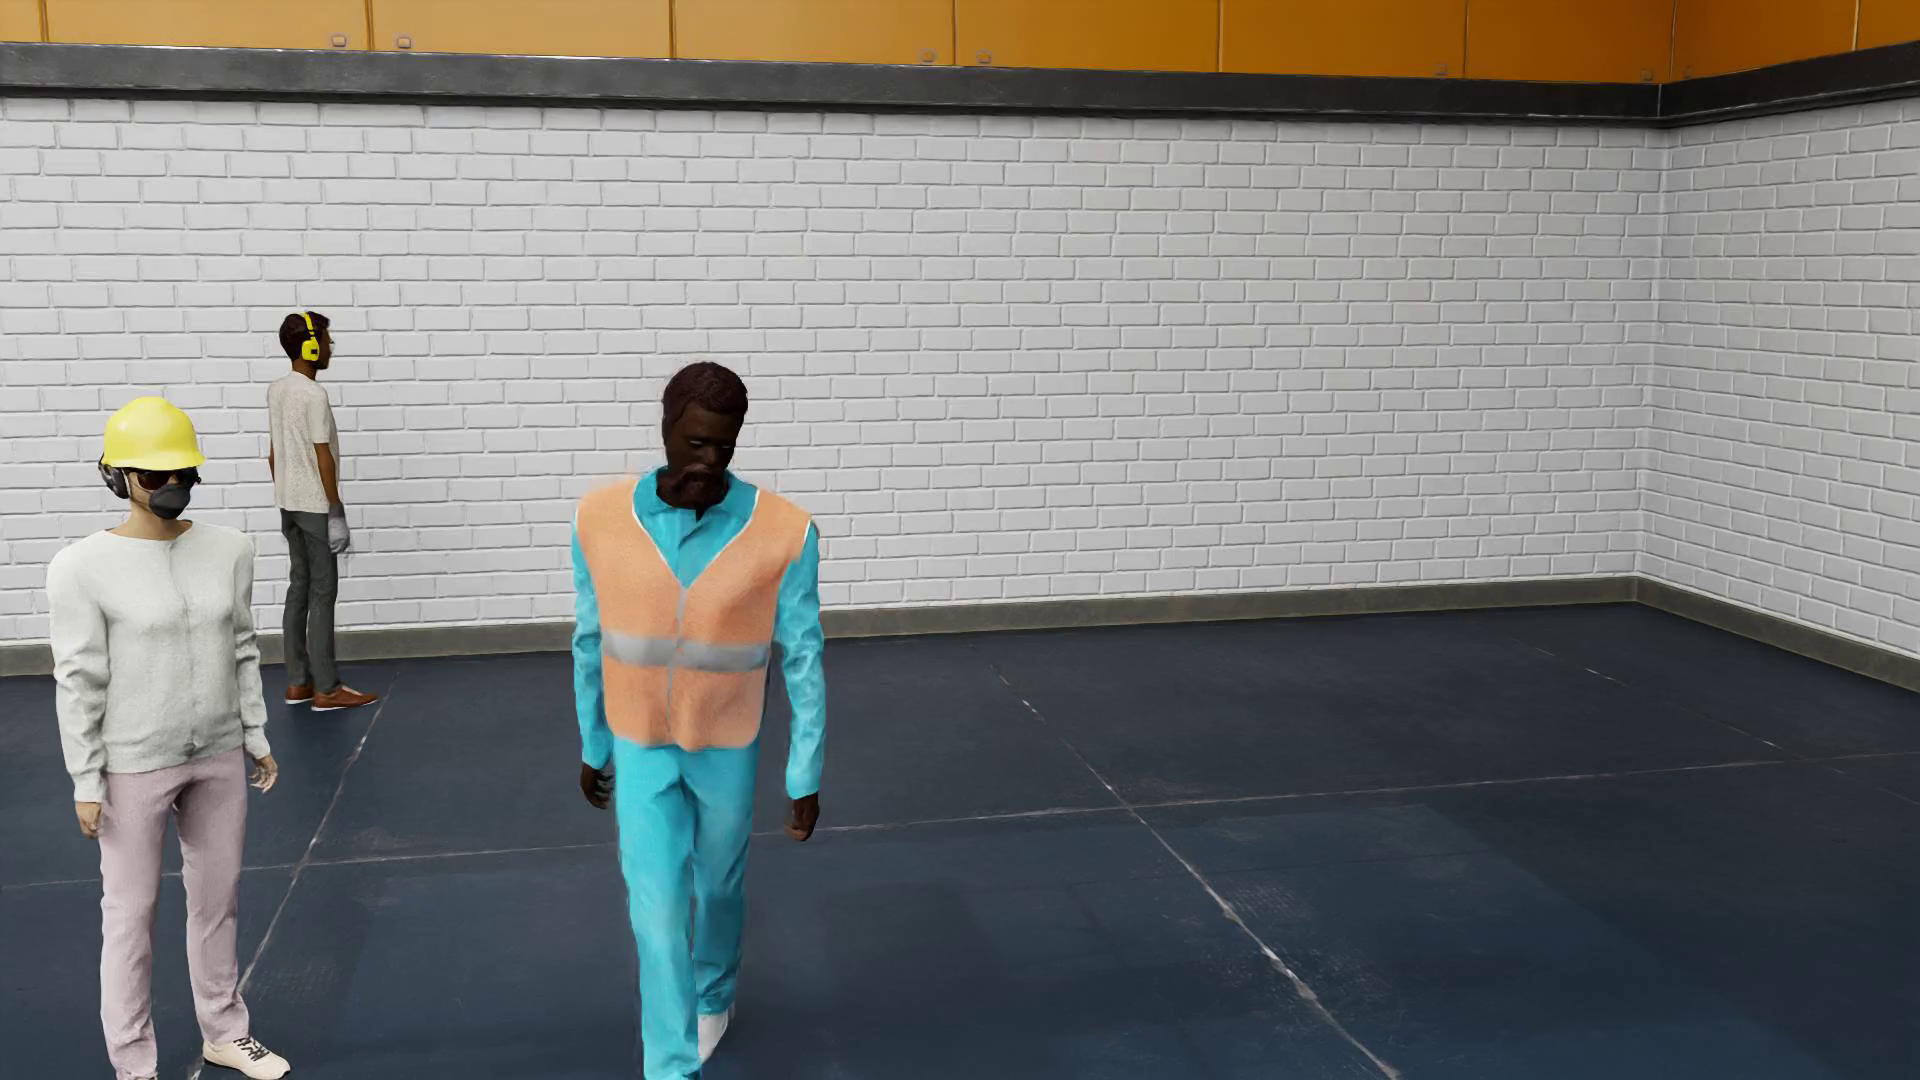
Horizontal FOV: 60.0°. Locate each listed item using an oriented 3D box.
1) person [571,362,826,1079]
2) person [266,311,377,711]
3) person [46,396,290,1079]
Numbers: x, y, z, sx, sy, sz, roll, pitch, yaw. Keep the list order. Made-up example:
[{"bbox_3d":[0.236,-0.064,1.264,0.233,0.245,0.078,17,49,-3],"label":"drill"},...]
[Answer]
[{"bbox_3d":[-0.626,0.516,3.970,0.606,1.834,0.985,-1,9,-3],"label":"person"},{"bbox_3d":[-3.041,-0.134,7.818,0.530,1.869,0.315,8,12,41],"label":"person"},{"bbox_3d":[-1.915,0.534,4.061,0.311,1.768,0.531,6,11,31],"label":"person"}]
